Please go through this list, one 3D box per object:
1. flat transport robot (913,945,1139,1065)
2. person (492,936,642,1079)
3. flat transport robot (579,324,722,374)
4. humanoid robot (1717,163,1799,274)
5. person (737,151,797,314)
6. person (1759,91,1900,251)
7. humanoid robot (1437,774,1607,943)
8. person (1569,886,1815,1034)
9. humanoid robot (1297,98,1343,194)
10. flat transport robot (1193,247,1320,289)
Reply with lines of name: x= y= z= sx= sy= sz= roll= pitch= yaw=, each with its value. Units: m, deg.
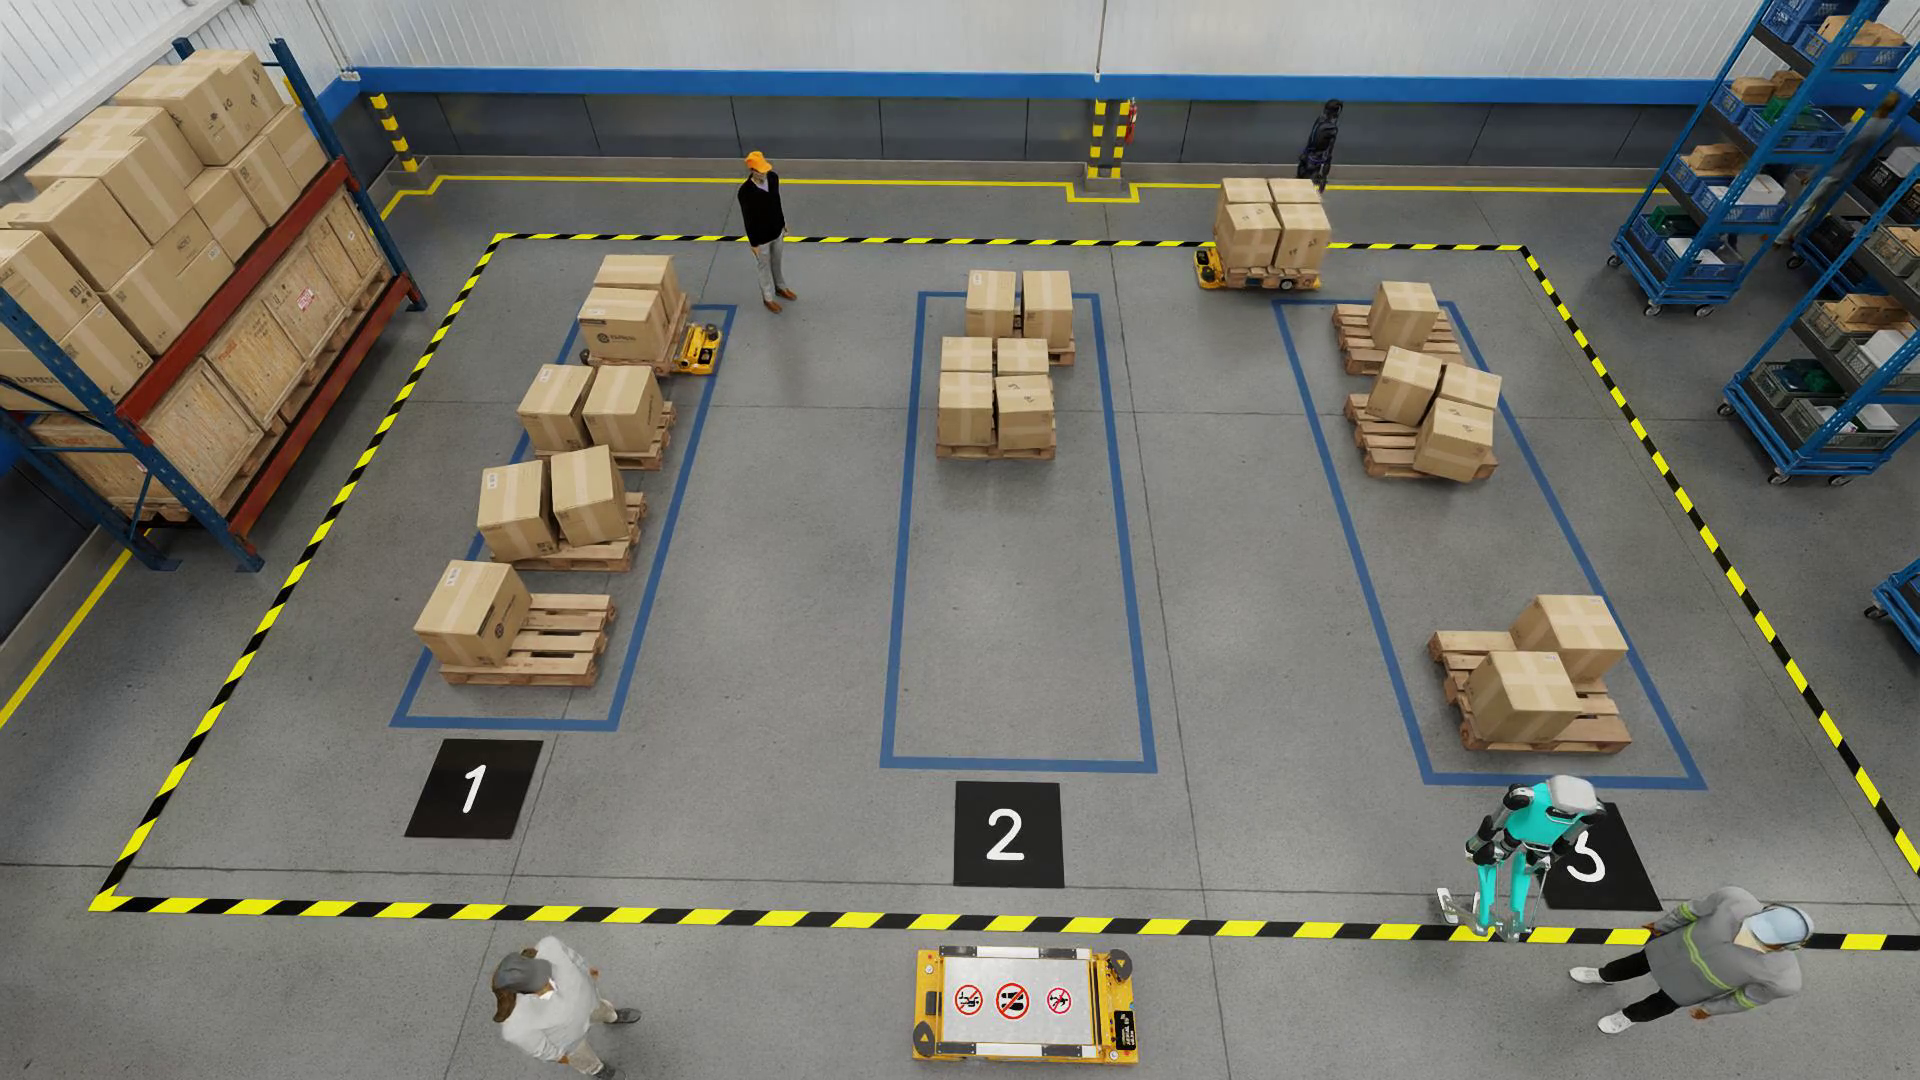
flat transport robot: x=0.422 y=3.041 z=6.007 sx=1.431 sy=0.231 sz=0.659 roll=1 pitch=51 yaw=1
person: x=-2.285 y=2.723 z=5.297 sx=0.396 sy=1.769 sz=0.564 roll=3 pitch=51 yaw=3
flat transport robot: x=-3.447 y=-2.147 z=10.218 sx=1.431 sy=0.197 sz=0.652 roll=1 pitch=51 yaw=1
humanoid robot: x=9.398 y=-3.975 z=10.859 sx=0.608 sy=1.646 sz=0.785 roll=-13 pitch=52 yaw=-11
person: x=-2.144 y=-3.443 z=10.250 sx=0.386 sy=1.883 sz=0.586 roll=27 pitch=56 yaw=20
person: x=10.470 y=-4.379 z=10.983 sx=0.627 sy=1.933 sz=0.372 roll=0 pitch=51 yaw=0
humanoid robot: x=3.480 y=2.118 z=5.727 sx=0.533 sy=1.674 sz=0.735 roll=10 pitch=51 yaw=8
person: x=4.316 y=2.510 z=5.418 sx=0.376 sy=1.853 sz=0.587 roll=-6 pitch=51 yaw=-5
humanoid robot: x=4.365 y=-4.615 z=11.329 sx=0.315 sy=1.658 sz=0.599 roll=-7 pitch=51 yaw=-6
flat transport robot: x=3.626 y=-3.351 z=11.199 sx=1.431 sy=0.197 sz=0.652 roll=1 pitch=51 yaw=1
